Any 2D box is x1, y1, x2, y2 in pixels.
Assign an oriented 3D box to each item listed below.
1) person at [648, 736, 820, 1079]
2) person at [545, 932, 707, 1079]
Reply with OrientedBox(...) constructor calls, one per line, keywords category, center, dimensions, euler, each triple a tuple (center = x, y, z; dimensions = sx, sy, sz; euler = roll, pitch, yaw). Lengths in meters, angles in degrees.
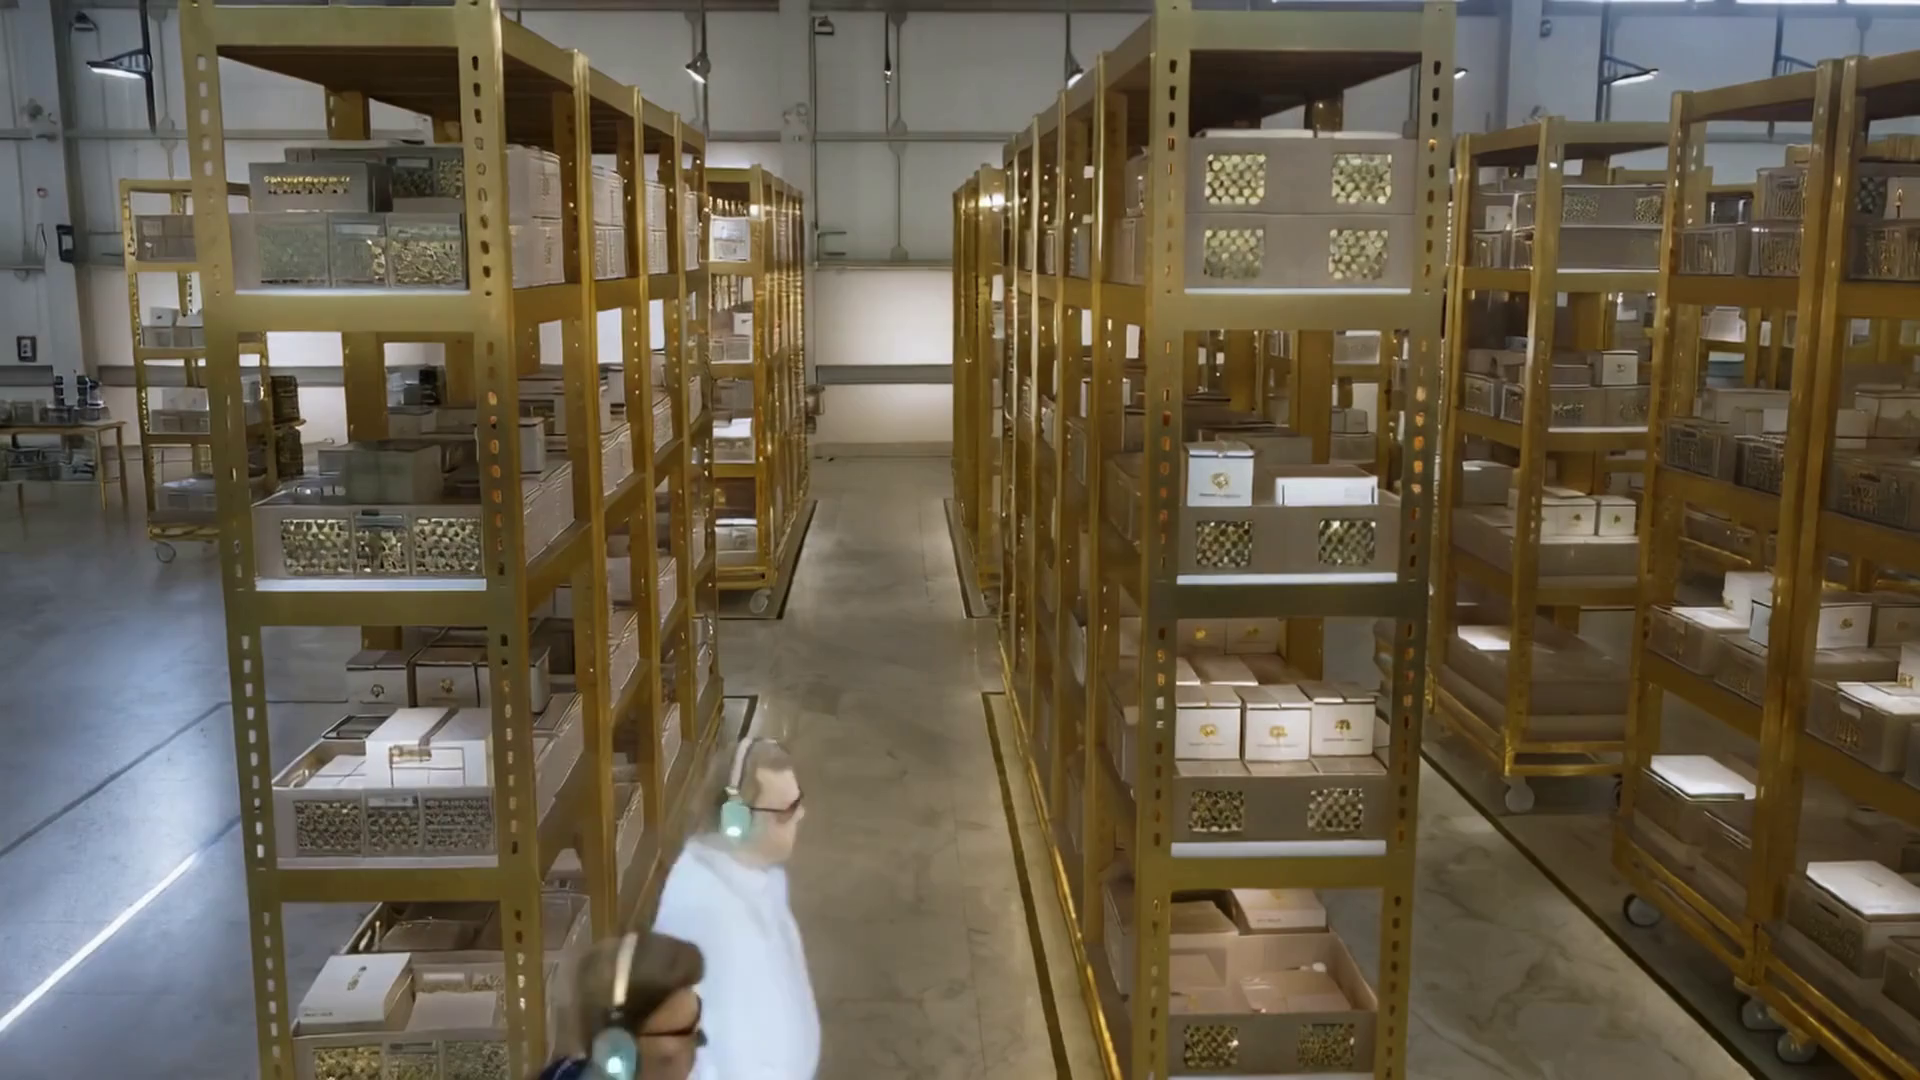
OrientedBox(category="person", center=(-0.483, 1.367, 3.946), dimensions=(1.026, 1.845, 0.653), euler=(0, 10, 0))
OrientedBox(category="person", center=(-0.745, 1.564, 2.948), dimensions=(0.754, 1.814, 0.574), euler=(-1, 10, -7))
